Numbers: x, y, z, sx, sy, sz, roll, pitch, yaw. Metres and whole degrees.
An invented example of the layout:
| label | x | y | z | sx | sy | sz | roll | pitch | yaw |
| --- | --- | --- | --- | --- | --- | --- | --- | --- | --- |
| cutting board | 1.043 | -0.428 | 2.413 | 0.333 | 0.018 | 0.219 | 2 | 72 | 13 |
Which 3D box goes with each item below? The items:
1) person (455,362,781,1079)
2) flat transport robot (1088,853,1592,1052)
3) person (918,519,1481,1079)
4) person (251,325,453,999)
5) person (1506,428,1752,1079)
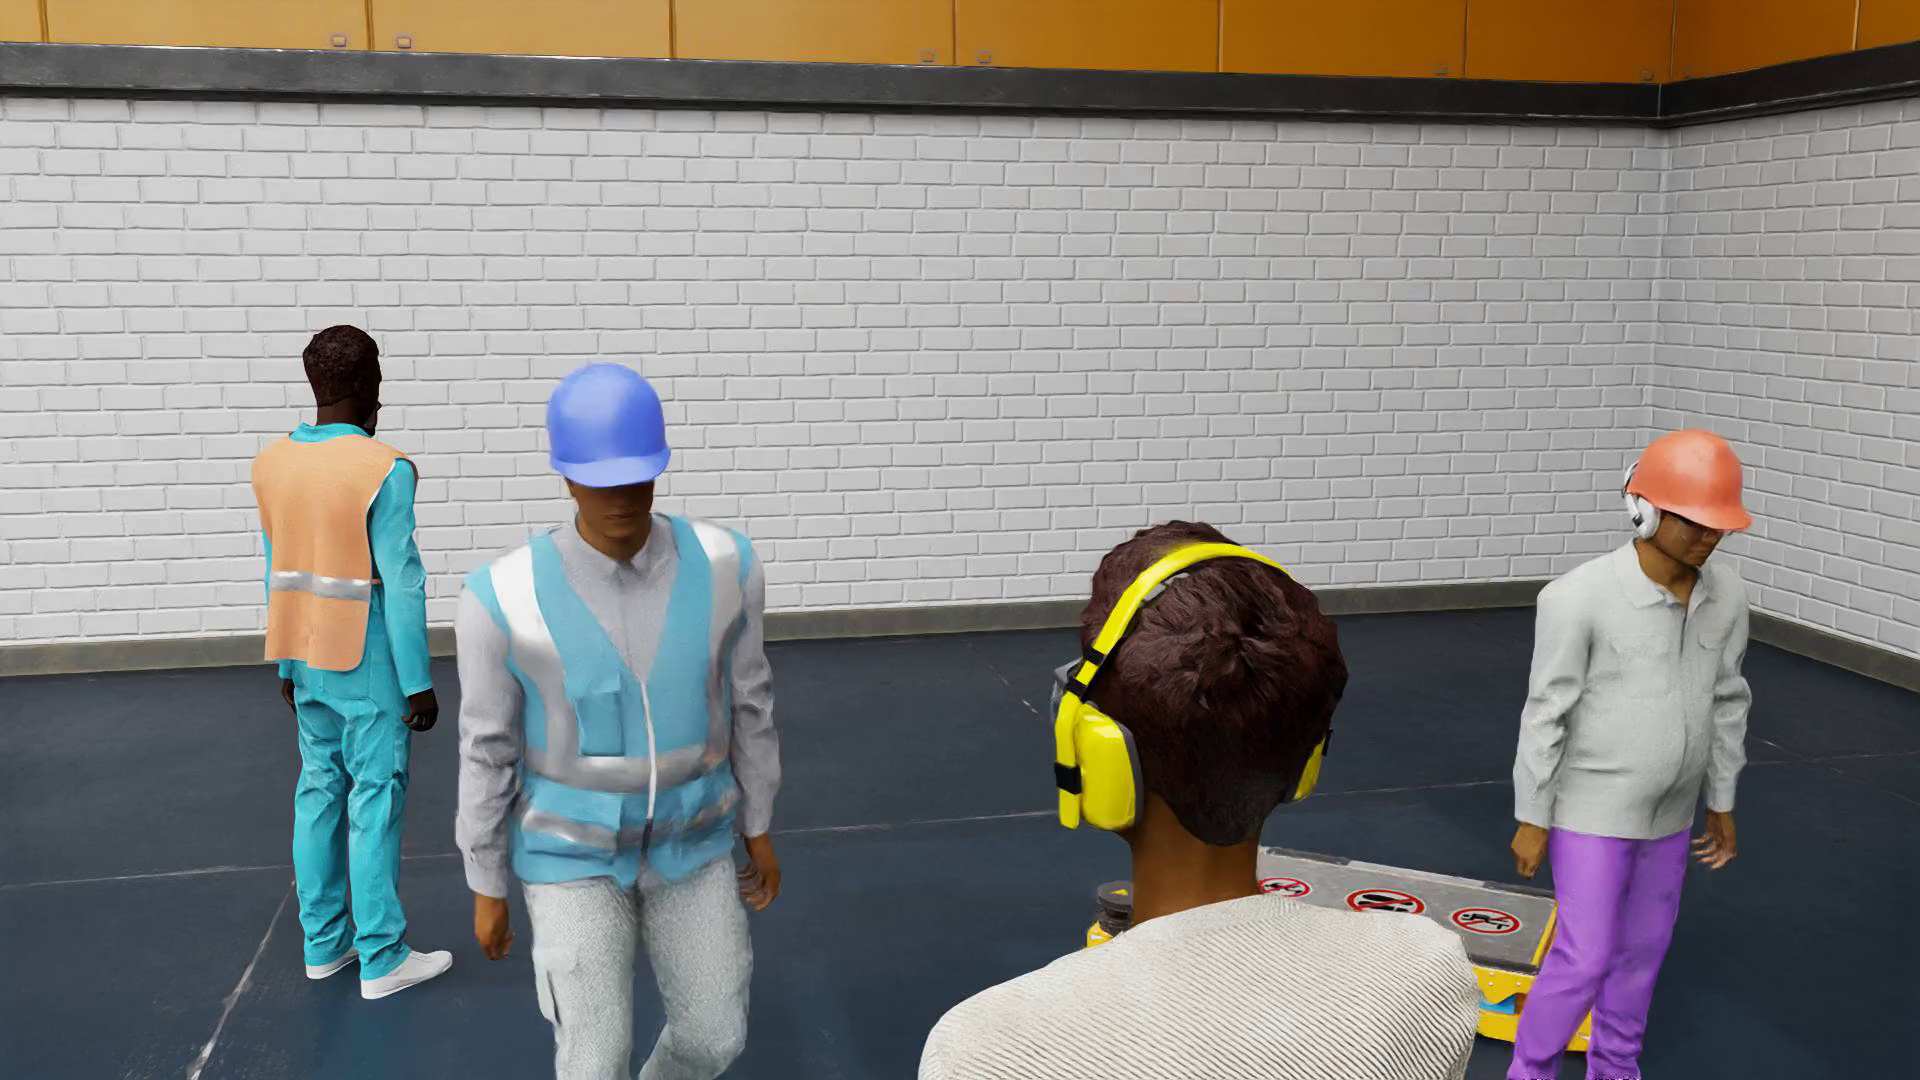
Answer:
| label | x | y | z | sx | sy | sz | roll | pitch | yaw |
| --- | --- | --- | --- | --- | --- | --- | --- | --- | --- |
| person | -0.660 | 0.595 | 3.256 | 0.631 | 1.909 | 0.677 | -4 | 10 | -26 |
| flat transport robot | 1.159 | 1.145 | 4.878 | 1.431 | 0.197 | 0.652 | 5 | 10 | 26 |
| person | 0.189 | 0.909 | 1.441 | 0.510 | 1.877 | 0.328 | -4 | 10 | -25 |
| person | -1.749 | 0.351 | 4.744 | 0.588 | 1.911 | 0.397 | 5 | 11 | 29 |
| person | 1.555 | 0.598 | 3.790 | 0.592 | 1.726 | 0.444 | -4 | 10 | -24 |
